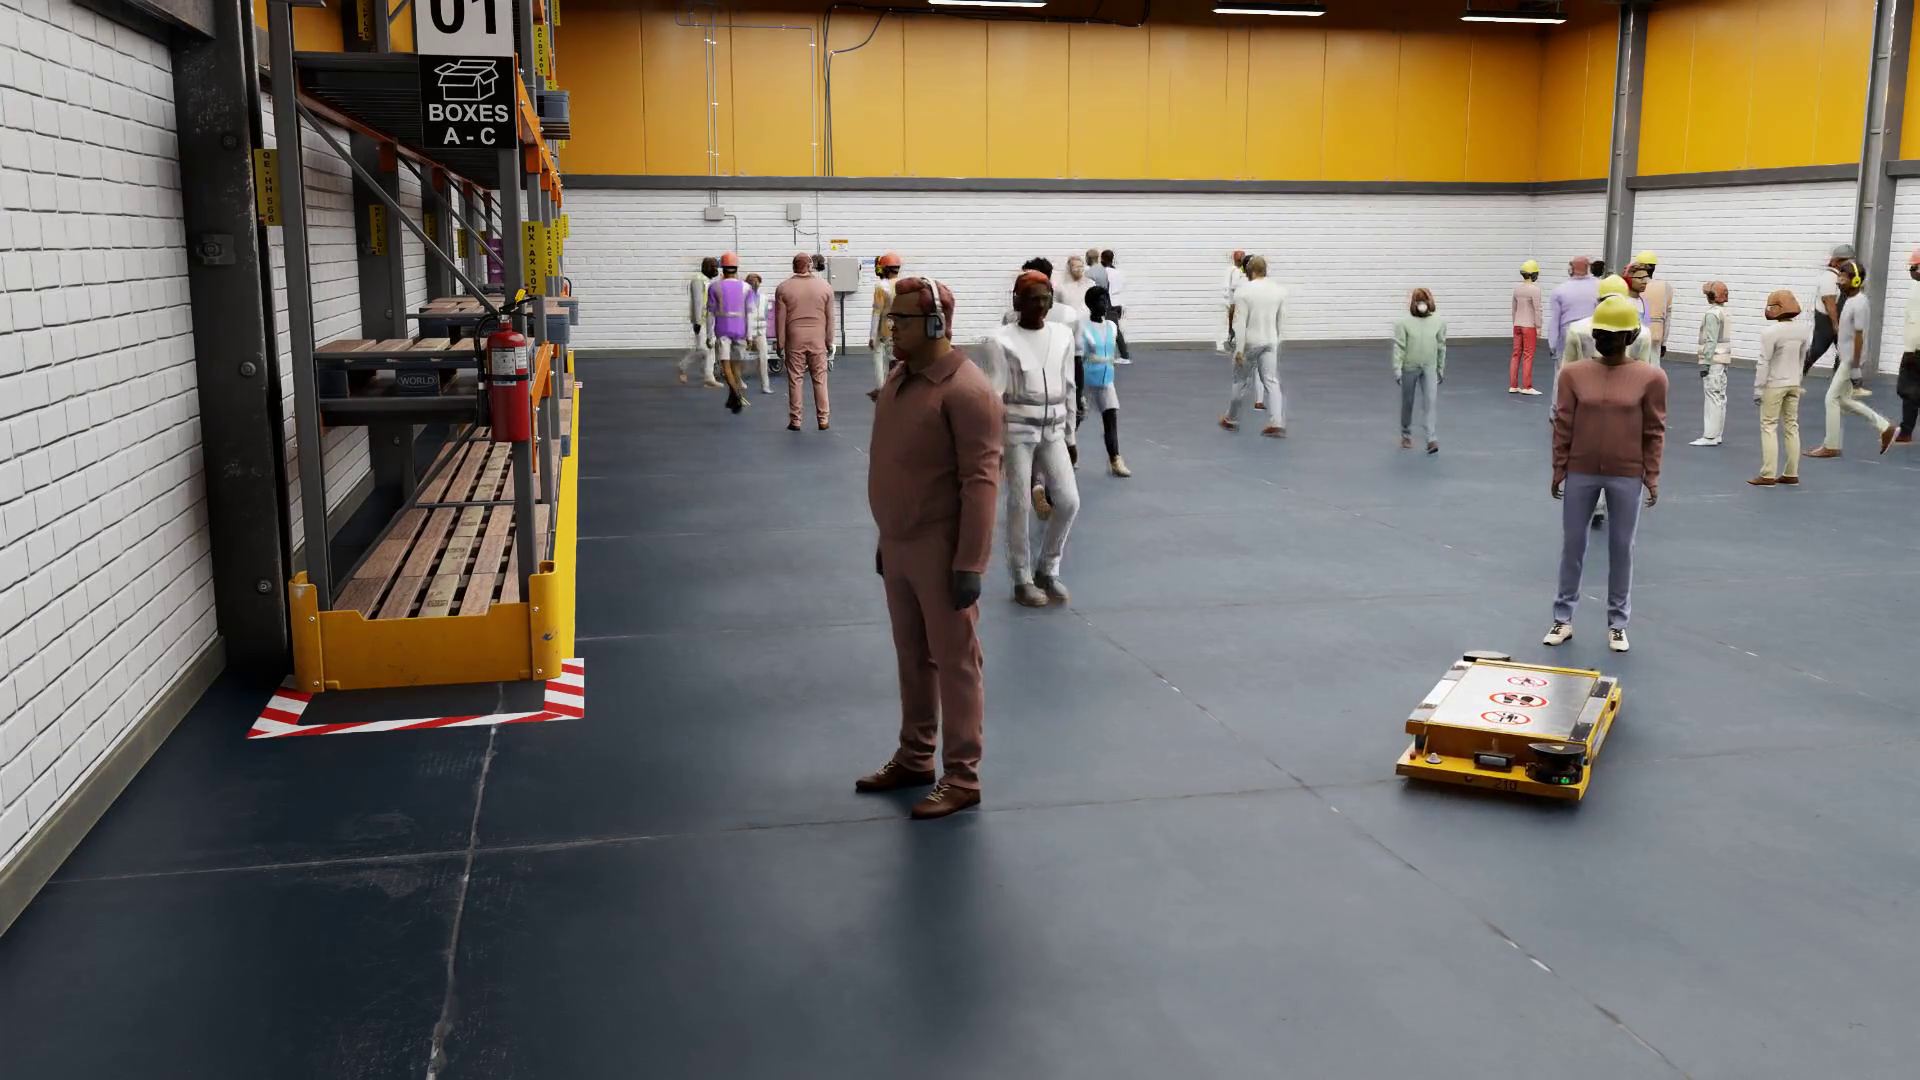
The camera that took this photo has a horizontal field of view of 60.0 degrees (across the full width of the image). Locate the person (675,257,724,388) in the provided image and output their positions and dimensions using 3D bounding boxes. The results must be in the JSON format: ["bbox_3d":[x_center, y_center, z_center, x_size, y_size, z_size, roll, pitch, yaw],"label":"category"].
[{"bbox_3d":[-3.595,-3.010,23.021,0.621,1.811,0.667,3,11,14],"label":"person"}]

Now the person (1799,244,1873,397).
[{"bbox_3d":[11.432,-2.909,21.825,0.685,2.000,1.022,-9,13,-39],"label":"person"}]

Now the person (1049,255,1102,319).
[{"bbox_3d":[1.457,-2.662,21.016,0.640,1.844,1.027,-4,11,-21],"label":"person"}]

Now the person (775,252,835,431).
[{"bbox_3d":[-1.667,-2.122,17.848,0.642,1.905,0.399,-2,10,-12],"label":"person"}]

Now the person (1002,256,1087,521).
[{"bbox_3d":[0.621,-1.092,12.095,0.653,1.929,0.841,-2,10,-9],"label":"person"}]

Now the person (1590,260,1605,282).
[{"bbox_3d":[10.597,-3.810,27.772,0.317,1.696,0.537,-3,11,-17],"label":"person"}]

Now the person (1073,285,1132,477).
[{"bbox_3d":[1.152,-1.396,14.524,0.536,1.654,0.889,-7,12,-33],"label":"person"}]

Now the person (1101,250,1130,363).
[{"bbox_3d":[2.406,-3.864,27.593,1.004,1.862,0.618,5,12,27],"label":"person"}]

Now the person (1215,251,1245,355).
[{"bbox_3d":[4.975,-4.184,29.461,0.941,1.839,0.580,-1,10,-6],"label":"person"}]

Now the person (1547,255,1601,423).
[{"bbox_3d":[6.748,-2.168,18.183,0.659,1.873,0.783,2,10,13],"label":"person"}]

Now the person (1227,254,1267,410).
[{"bbox_3d":[3.466,-2.484,19.969,0.521,1.864,0.335,3,11,15],"label":"person"}]

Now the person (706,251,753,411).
[{"bbox_3d":[-2.738,-2.489,19.890,0.554,1.909,0.885,-4,11,-21],"label":"person"}]

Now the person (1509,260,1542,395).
[{"bbox_3d":[7.498,-2.802,21.983,0.305,1.772,0.525,-4,11,-21],"label":"person"}]

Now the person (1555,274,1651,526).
[{"bbox_3d":[4.631,-1.007,11.970,0.588,1.796,0.900,2,10,9],"label":"person"}]

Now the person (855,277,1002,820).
[{"bbox_3d":[-0.128,0.028,5.922,0.400,1.910,0.643,-6,12,-31],"label":"person"}]

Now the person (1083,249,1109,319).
[{"bbox_3d":[2.101,-3.736,26.836,0.924,1.893,0.644,6,12,31],"label":"person"}]

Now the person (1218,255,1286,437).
[{"bbox_3d":[3.100,-2.027,17.410,0.637,1.876,1.041,-4,11,-21],"label":"person"}]

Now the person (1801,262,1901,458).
[{"bbox_3d":[8.335,-1.654,15.434,0.725,1.841,0.547,5,11,25],"label":"person"}]

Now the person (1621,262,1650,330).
[{"bbox_3d":[5.832,-1.510,14.610,0.563,1.847,0.388,-9,13,-39],"label":"person"}]

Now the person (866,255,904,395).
[{"bbox_3d":[-0.873,-2.772,21.614,0.758,1.852,0.515,8,13,36],"label":"person"}]

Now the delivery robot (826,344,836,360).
[{"bbox_3d":[-2.298,-2.939,25.849,0.707,0.478,0.477,-5,11,-26],"label":"delivery robot"}]

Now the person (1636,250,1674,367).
[{"bbox_3d":[7.424,-2.174,18.084,0.587,1.922,0.383,-1,10,-8],"label":"person"}]

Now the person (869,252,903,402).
[{"bbox_3d":[-0.810,-2.470,19.824,0.560,1.877,1.046,-8,13,-37],"label":"person"}]

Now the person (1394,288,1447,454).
[{"bbox_3d":[4.422,-1.629,16.003,0.503,1.576,0.888,1,10,5],"label":"person"}]

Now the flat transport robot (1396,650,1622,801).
[{"bbox_3d":[2.236,0.711,6.672,0.652,0.197,1.431,5,11,26],"label":"flat transport robot"}]

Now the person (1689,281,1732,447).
[{"bbox_3d":[7.466,-1.742,16.481,0.314,1.636,0.514,8,13,38],"label":"person"}]

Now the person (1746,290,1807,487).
[{"bbox_3d":[6.786,-1.249,13.787,0.507,1.628,0.280,-4,11,-22],"label":"person"}]

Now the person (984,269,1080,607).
[{"bbox_3d":[0.420,-0.544,9.184,0.621,1.872,0.472,-5,11,-27],"label":"person"}]

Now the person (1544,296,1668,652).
[{"bbox_3d":[3.204,-0.322,8.262,0.525,1.765,0.329,5,12,28],"label":"person"}]

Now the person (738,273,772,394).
[{"bbox_3d":[-2.812,-2.767,22.257,0.546,1.606,0.770,-8,13,-38],"label":"person"}]

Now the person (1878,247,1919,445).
[{"bbox_3d":[9.515,-1.888,16.362,0.624,1.977,0.673,-9,14,-41],"label":"person"}]

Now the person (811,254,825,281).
[{"bbox_3d":[-2.467,-3.864,27.763,0.612,1.808,0.644,-3,11,-14],"label":"person"}]
